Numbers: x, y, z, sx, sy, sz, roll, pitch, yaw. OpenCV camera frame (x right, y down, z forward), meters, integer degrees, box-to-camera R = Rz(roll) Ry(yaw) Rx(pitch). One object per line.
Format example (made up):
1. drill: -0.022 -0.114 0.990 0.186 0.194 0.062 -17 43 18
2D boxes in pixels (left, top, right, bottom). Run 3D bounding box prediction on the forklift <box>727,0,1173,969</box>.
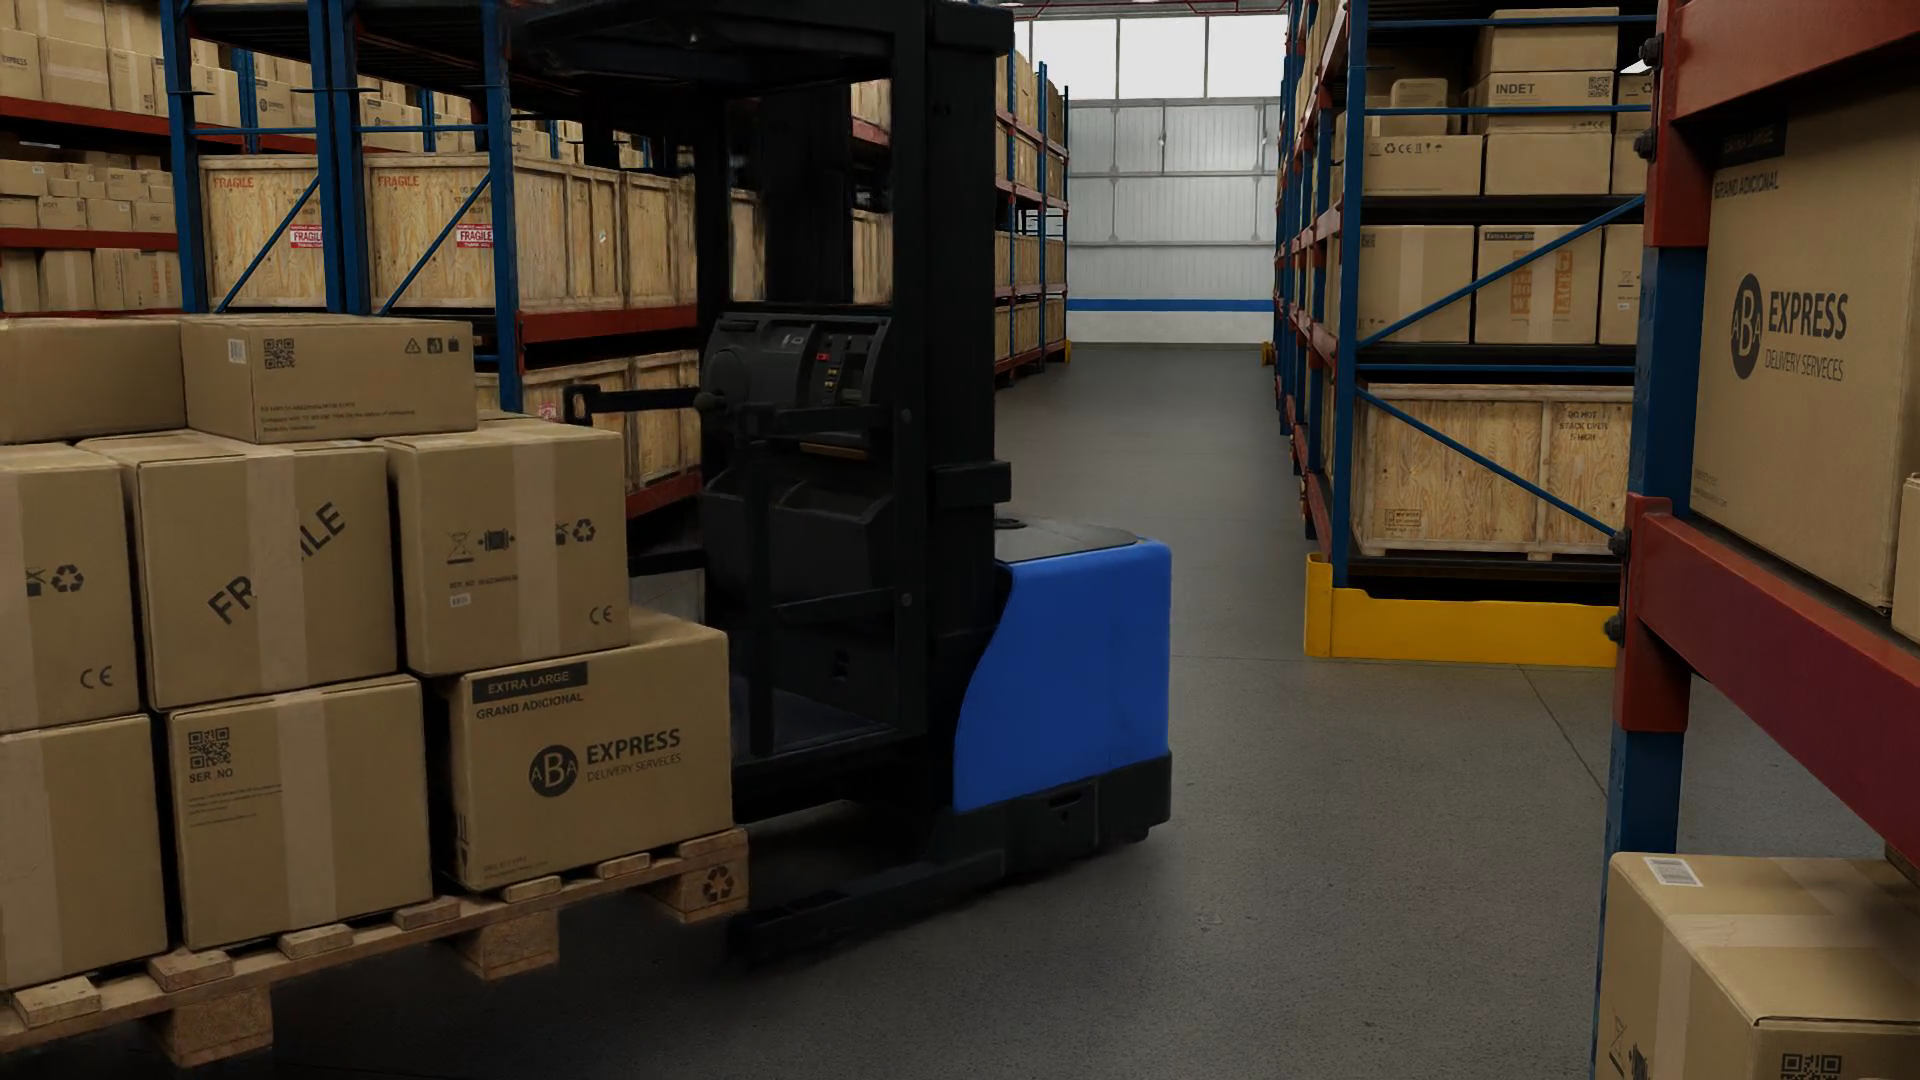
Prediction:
1. forklift: -0.249 -0.298 5.537 1.873 2.768 1.129 -8 12 -40
